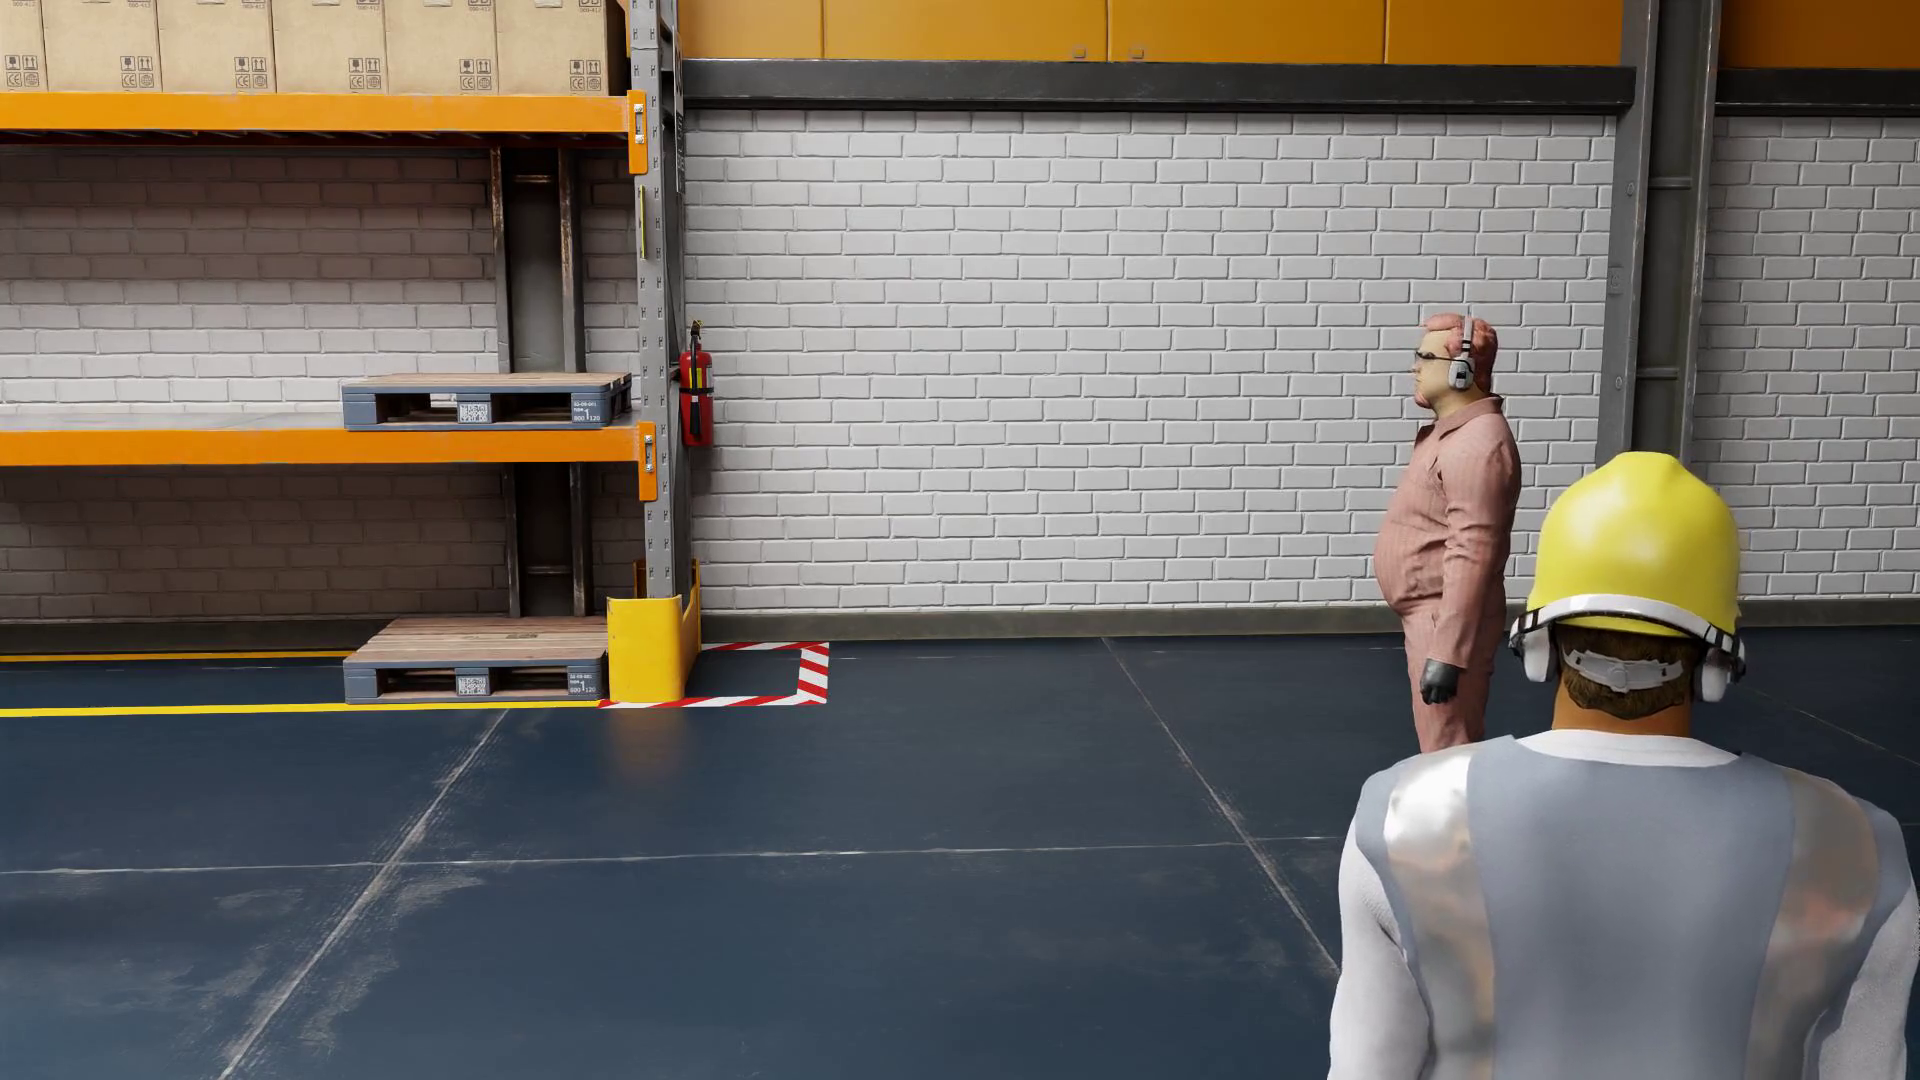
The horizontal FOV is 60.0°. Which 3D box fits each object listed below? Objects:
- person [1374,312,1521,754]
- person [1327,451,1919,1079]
[{"bbox_3d":[1.466,0.269,5.078,0.409,1.913,0.642,2,9,12],"label":"person"},{"bbox_3d":[0.714,0.816,1.883,0.592,1.833,0.404,3,9,17],"label":"person"}]
